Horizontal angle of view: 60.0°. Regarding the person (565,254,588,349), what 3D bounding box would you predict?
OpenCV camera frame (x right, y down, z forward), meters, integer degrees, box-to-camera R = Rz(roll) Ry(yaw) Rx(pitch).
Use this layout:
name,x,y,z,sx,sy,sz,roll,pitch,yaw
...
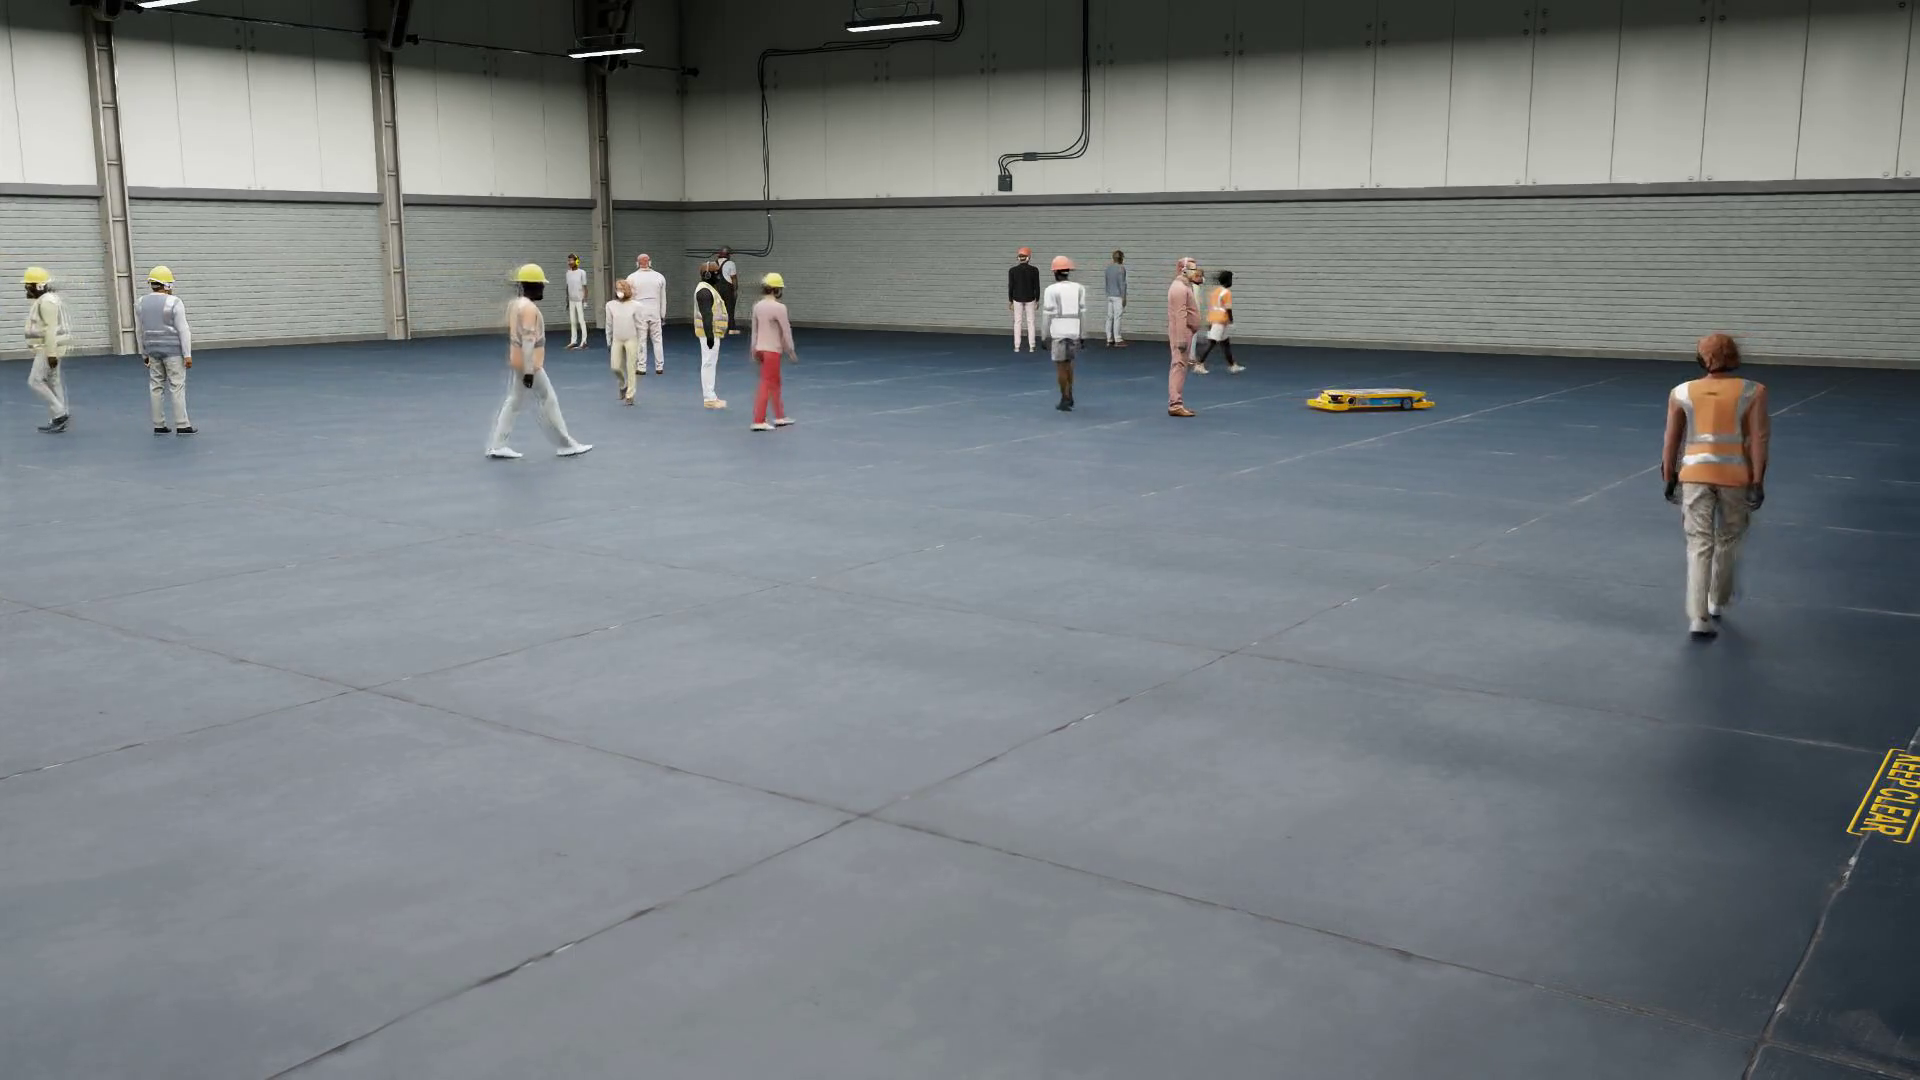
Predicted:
name,x,y,z,sx,sy,sz,roll,pitch,yaw
person,-7.582,-4.709,32.848,0.535,1.868,0.309,5,11,26

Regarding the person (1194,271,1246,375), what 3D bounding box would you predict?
name,x,y,z,sx,sy,sz,roll,pitch,yaw
person,4.113,-3.441,26.366,0.897,1.645,0.522,-2,10,-9

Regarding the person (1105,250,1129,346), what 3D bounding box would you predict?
name,x,y,z,sx,sy,sz,roll,pitch,yaw
person,3.163,-4.883,33.625,0.373,1.941,0.627,-5,11,-28

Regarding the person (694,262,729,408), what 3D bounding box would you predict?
name,x,y,z,sx,sy,sz,roll,pitch,yaw
person,-3.140,-2.588,21.044,0.429,1.844,0.626,-1,10,-5

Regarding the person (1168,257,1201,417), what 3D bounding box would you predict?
name,x,y,z,sx,sy,sz,roll,pitch,yaw
person,2.700,-2.443,20.054,0.403,1.904,0.652,1,10,6

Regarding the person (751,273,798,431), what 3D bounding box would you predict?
name,x,y,z,sx,sy,sz,roll,pitch,yaw
person,-2.032,-2.096,18.577,0.785,1.737,0.525,-9,13,-40

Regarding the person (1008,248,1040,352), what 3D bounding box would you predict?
name,x,y,z,sx,sy,sz,roll,pitch,yaw
person,1.235,-4.600,31.912,0.610,1.985,0.392,1,10,5

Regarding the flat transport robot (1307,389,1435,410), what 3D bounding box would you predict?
name,x,y,z,sx,sy,sz,roll,pitch,yaw
flat transport robot,5.164,-1.774,20.882,1.431,0.197,0.652,-3,11,-16

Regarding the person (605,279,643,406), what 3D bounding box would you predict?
name,x,y,z,sx,sy,sz,roll,pitch,yaw
person,-4.303,-2.541,21.402,0.513,1.622,0.405,1,10,5

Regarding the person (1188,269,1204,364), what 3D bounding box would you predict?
name,x,y,z,sx,sy,sz,roll,pitch,yaw
person,4.086,-3.858,28.740,0.279,1.633,0.501,0,10,1

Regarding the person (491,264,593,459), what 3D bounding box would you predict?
name,x,y,z,sx,sy,sz,roll,pitch,yaw
person,-4.120,-1.719,16.081,0.980,1.871,0.604,-5,11,-26

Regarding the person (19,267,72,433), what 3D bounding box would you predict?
name,x,y,z,sx,sy,sz,roll,pitch,yaw
person,-9.990,-2.063,18.160,0.430,1.818,0.622,-6,12,-30

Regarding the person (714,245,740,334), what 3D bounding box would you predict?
name,x,y,z,sx,sy,sz,roll,pitch,yaw
person,-5.352,-5.756,38.232,0.686,2.000,0.535,6,12,31

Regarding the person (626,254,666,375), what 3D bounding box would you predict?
name,x,y,z,sx,sy,sz,roll,pitch,yaw
person,-4.982,-3.569,26.376,0.642,1.902,0.399,-5,11,-28

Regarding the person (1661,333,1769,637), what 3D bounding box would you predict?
name,x,y,z,sx,sy,sz,roll,pitch,yaw
person,4.040,-0.305,8.924,0.532,1.587,0.808,6,12,30

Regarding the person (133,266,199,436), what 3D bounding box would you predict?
name,x,y,z,sx,sy,sz,roll,pitch,yaw
person,-8.561,-2.032,17.953,0.600,1.831,0.404,2,10,9

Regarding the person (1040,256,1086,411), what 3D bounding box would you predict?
name,x,y,z,sx,sy,sz,roll,pitch,yaw
person,1.274,-2.572,20.749,0.568,1.911,0.579,-5,11,-24
